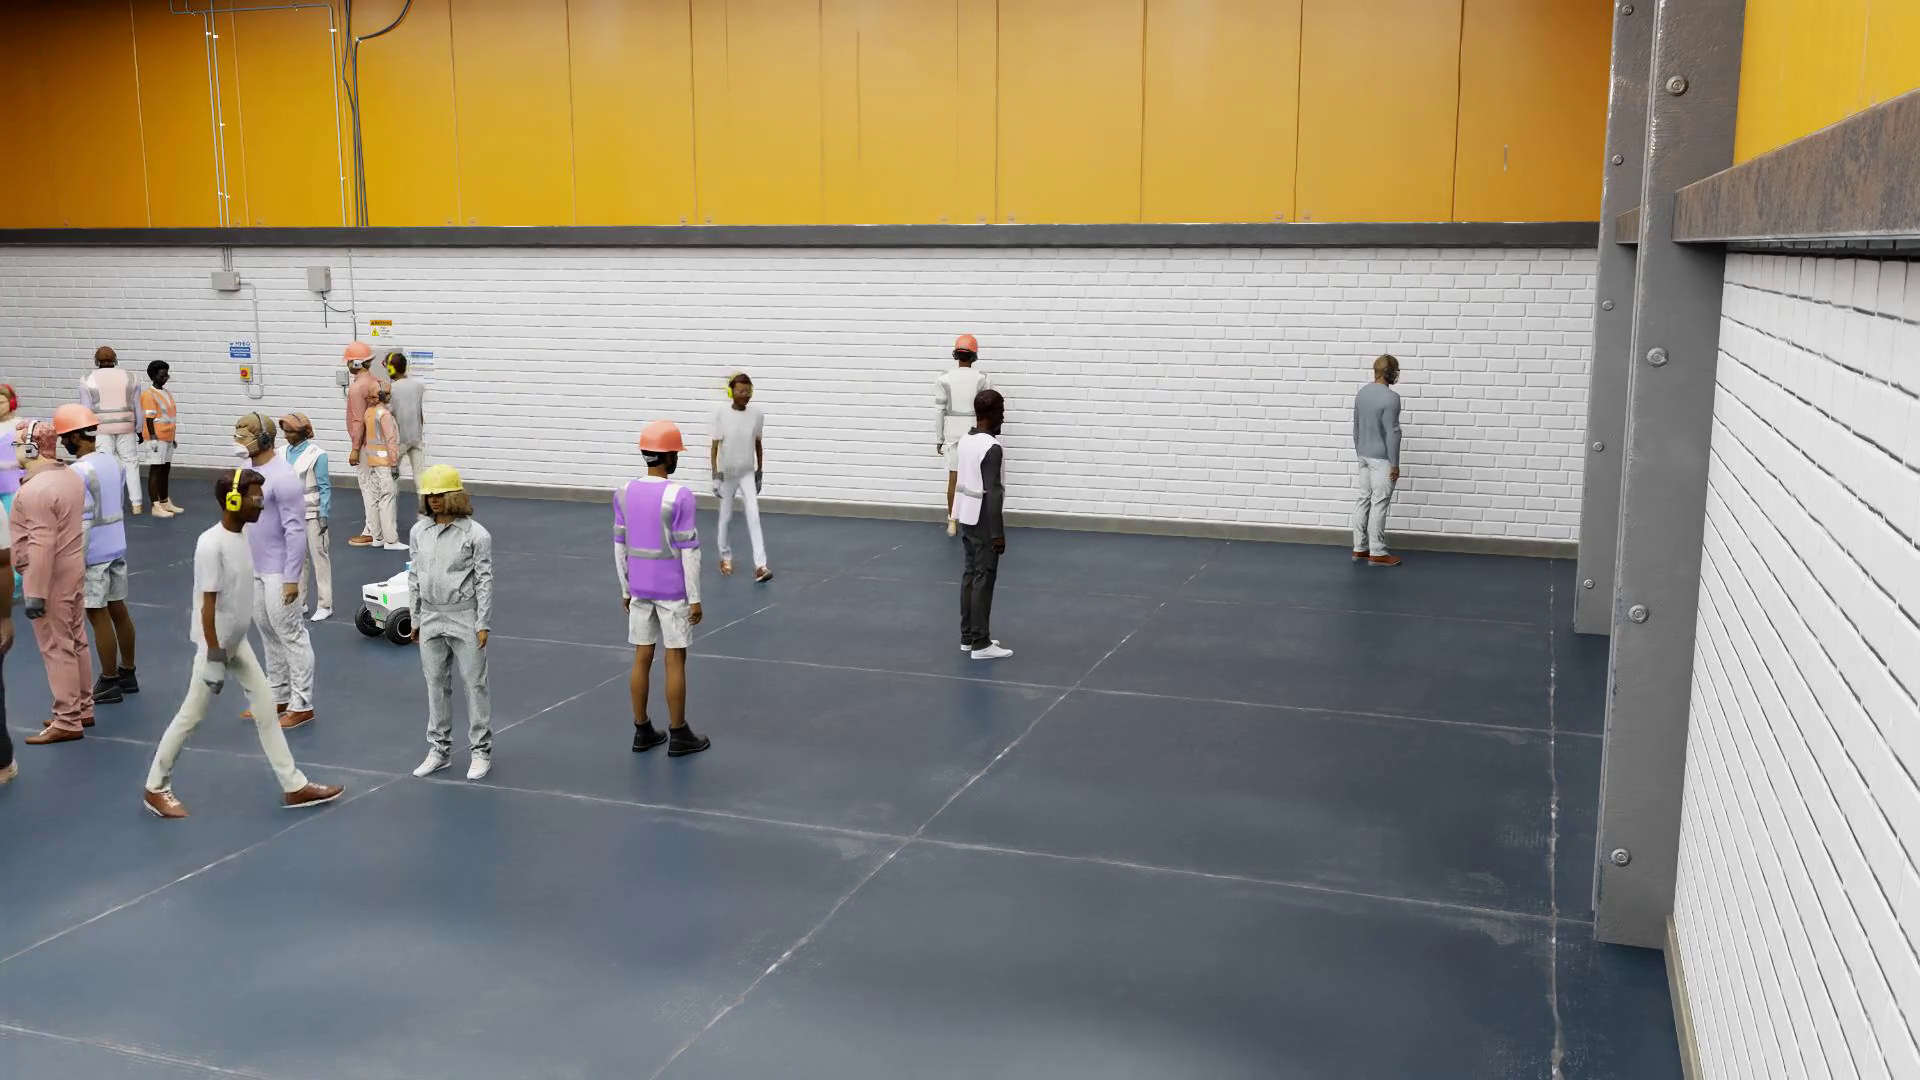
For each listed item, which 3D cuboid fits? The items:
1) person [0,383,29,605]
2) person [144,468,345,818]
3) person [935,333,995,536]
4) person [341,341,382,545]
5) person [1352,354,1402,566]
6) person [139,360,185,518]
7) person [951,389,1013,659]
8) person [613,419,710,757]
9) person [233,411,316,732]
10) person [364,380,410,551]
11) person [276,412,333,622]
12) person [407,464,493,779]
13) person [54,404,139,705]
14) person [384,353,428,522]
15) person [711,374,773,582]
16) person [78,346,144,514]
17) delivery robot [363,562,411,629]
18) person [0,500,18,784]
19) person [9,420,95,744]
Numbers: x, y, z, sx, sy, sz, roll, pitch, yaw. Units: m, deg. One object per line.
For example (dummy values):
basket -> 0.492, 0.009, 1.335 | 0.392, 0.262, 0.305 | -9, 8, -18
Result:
person -> -7.791, -0.388, 13.639 | 0.586, 1.816, 0.868 | 2, 10, 11
person -> -3.763, 0.530, 8.516 | 0.985, 1.814, 0.606 | 0, 10, 0
person -> 0.058, -1.047, 16.711 | 0.614, 2.043, 0.374 | 1, 10, 6
person -> -5.810, -0.946, 16.274 | 0.376, 1.997, 0.612 | 0, 10, 1
person -> 3.831, -0.735, 15.250 | 0.352, 1.936, 0.635 | -3, 11, -18
person -> -8.613, -1.089, 17.927 | 0.321, 1.695, 0.529 | 0, 10, -2
person -> 0.150, -0.113, 11.832 | 0.398, 1.911, 0.587 | -4, 11, -20
person -> -1.708, 0.274, 9.565 | 0.549, 1.936, 0.376 | 5, 11, 26
person -> -4.154, 0.188, 10.048 | 0.628, 1.939, 0.374 | 9, 13, 41
person -> -5.535, -0.714, 15.971 | 0.308, 1.641, 0.511 | -9, 14, -42
person -> -5.124, -0.183, 12.981 | 0.514, 1.640, 0.310 | 4, 11, 21
person -> -2.800, 0.449, 9.129 | 0.487, 1.744, 0.294 | 2, 10, 10
person -> -5.541, 0.091, 10.624 | 0.373, 1.929, 0.542 | 0, 10, 1
person -> -5.737, -1.001, 17.062 | 0.927, 1.826, 0.534 | 9, 14, 42
person -> -1.937, -0.542, 14.523 | 0.537, 1.815, 0.993 | -4, 11, -22
person -> -9.182, -1.179, 18.025 | 0.634, 1.839, 0.429 | -8, 13, -37
delivery robot -> -4.086, 0.404, 12.466 | 0.477, 0.478, 0.707 | 8, 13, 40
person -> -5.368, 0.360, 8.790 | 0.691, 2.000, 0.591 | -5, 11, -27
person -> -5.391, 0.242, 9.836 | 0.409, 1.907, 0.651 | -2, 10, -12
